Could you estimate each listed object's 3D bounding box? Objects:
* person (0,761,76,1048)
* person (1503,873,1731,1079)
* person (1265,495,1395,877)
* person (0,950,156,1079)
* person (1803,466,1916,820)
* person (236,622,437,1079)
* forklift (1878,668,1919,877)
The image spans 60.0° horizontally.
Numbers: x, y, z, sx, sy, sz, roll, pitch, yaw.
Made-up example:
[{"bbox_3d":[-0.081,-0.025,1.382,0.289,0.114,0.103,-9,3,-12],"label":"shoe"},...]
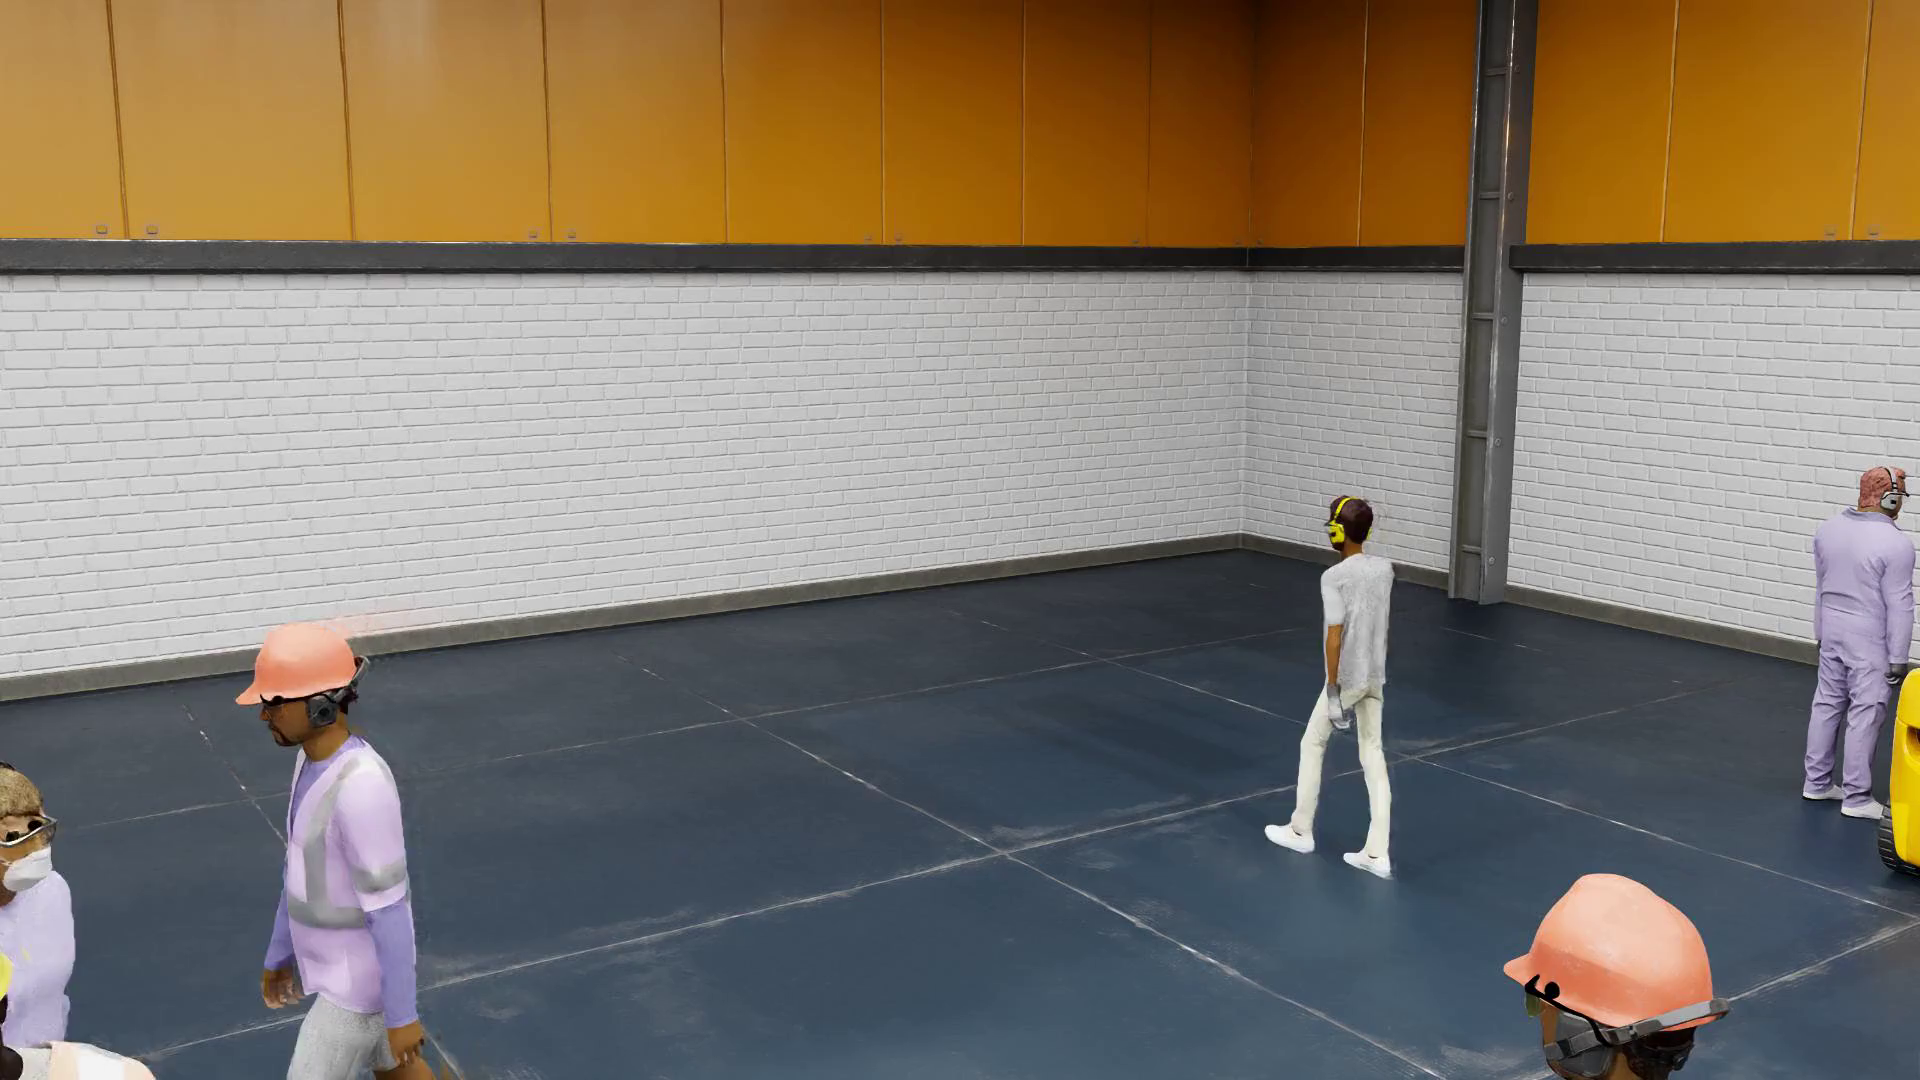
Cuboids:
[{"bbox_3d":[-2.102,1.415,3.745,1.000,1.879,0.618,2,10,11],"label":"person"},{"bbox_3d":[0.988,1.521,2.638,0.614,2.043,0.374,-7,12,-36],"label":"person"},{"bbox_3d":[1.878,0.692,8.245,0.505,1.836,0.850,-5,11,-29],"label":"person"},{"bbox_3d":[-1.644,1.543,2.962,0.738,1.878,0.842,-4,10,-25],"label":"person"},{"bbox_3d":[4.878,0.546,8.956,0.403,1.900,0.647,-2,10,-13],"label":"person"},{"bbox_3d":[-1.811,1.210,4.671,1.053,1.982,0.638,-5,11,-28],"label":"person"},{"bbox_3d":[5.511,0.571,7.906,2.313,2.155,1.214,-6,11,-33],"label":"forklift"}]
